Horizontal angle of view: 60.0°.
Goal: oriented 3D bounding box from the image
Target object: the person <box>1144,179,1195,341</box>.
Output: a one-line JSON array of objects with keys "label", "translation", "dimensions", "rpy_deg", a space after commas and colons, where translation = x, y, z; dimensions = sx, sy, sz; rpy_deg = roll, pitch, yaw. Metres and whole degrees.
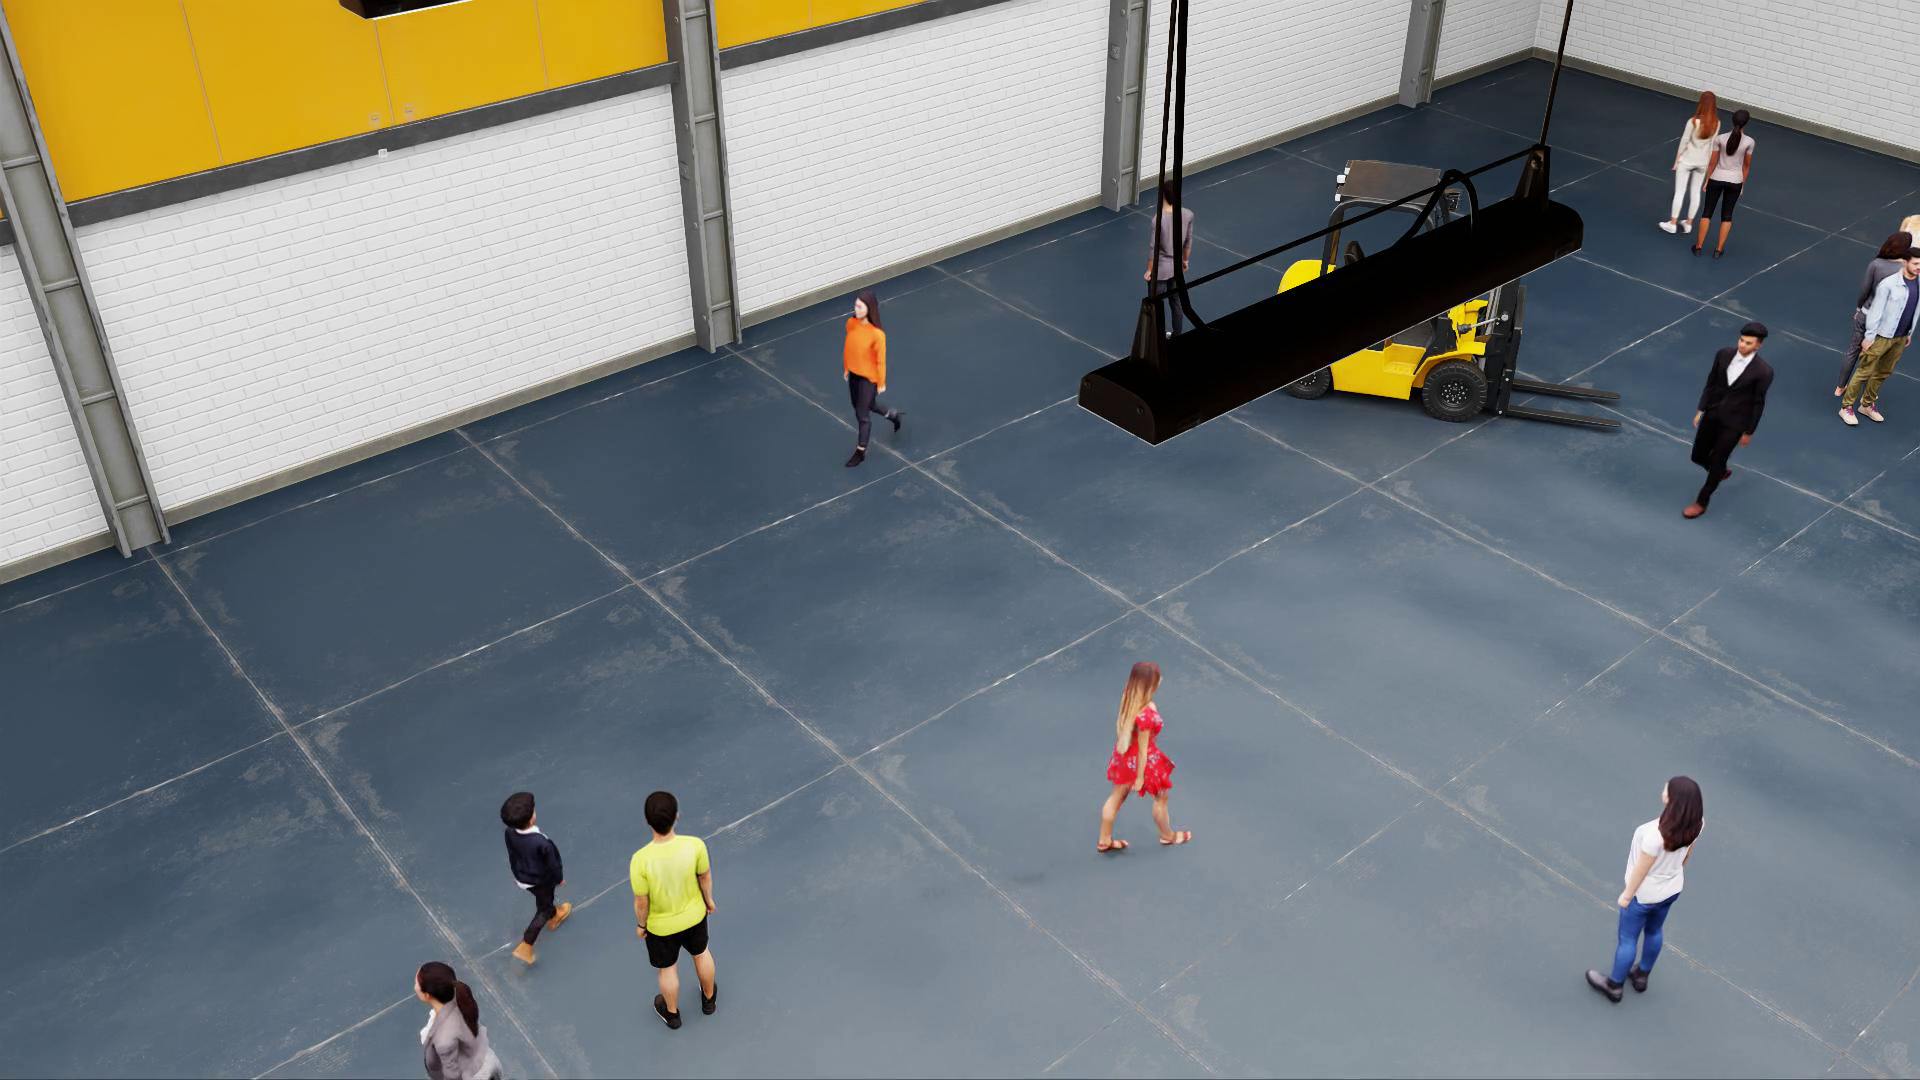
[{"label": "person", "translation": [2.151, -2.842, 17.236], "dimensions": [0.550, 1.854, 0.776], "rpy_deg": [-16, 37, -23]}]

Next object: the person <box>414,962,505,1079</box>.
[{"label": "person", "translation": [-2.509, 2.886, 8.835], "dimensions": [1.181, 1.615, 1.098], "rpy_deg": [1, 34, 2]}]

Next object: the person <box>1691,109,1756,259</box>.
[{"label": "person", "translation": [8.860, -4.130, 19.269], "dimensions": [0.690, 1.748, 0.699], "rpy_deg": [12, 35, 18]}]

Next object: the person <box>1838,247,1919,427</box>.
[{"label": "person", "translation": [8.906, -1.969, 15.962], "dimensions": [0.679, 1.810, 0.821], "rpy_deg": [-7, 34, -11]}]

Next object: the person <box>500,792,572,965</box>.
[{"label": "person", "translation": [-2.678, 2.105, 10.377], "dimensions": [0.655, 1.208, 0.875], "rpy_deg": [19, 38, 26]}]

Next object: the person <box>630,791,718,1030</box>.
[{"label": "person", "translation": [-1.682, 2.184, 9.807], "dimensions": [0.541, 1.707, 0.736], "rpy_deg": [-15, 36, -21]}]

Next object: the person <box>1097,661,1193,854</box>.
[{"label": "person", "translation": [1.083, 1.471, 11.002], "dimensions": [0.972, 1.571, 0.792], "rpy_deg": [-9, 35, -14]}]

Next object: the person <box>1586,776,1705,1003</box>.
[{"label": "person", "translation": [4.150, 2.107, 9.947], "dimensions": [0.531, 1.681, 0.700], "rpy_deg": [-16, 37, -23]}]

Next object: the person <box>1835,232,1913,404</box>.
[{"label": "person", "translation": [9.027, -2.195, 16.340], "dimensions": [0.633, 1.768, 0.558], "rpy_deg": [27, 42, 35]}]

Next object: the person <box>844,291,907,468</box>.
[{"label": "person", "translation": [-0.817, -1.528, 15.374], "dimensions": [0.996, 1.726, 0.633], "rpy_deg": [-27, 42, -35]}]

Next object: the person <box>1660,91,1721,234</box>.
[{"label": "person", "translation": [8.774, -4.505, 19.870], "dimensions": [0.655, 1.707, 0.731], "rpy_deg": [0, 34, 0]}]

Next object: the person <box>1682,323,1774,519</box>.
[{"label": "person", "translation": [6.768, -1.082, 14.570], "dimensions": [0.905, 1.874, 0.772], "rpy_deg": [-19, 38, -26]}]
